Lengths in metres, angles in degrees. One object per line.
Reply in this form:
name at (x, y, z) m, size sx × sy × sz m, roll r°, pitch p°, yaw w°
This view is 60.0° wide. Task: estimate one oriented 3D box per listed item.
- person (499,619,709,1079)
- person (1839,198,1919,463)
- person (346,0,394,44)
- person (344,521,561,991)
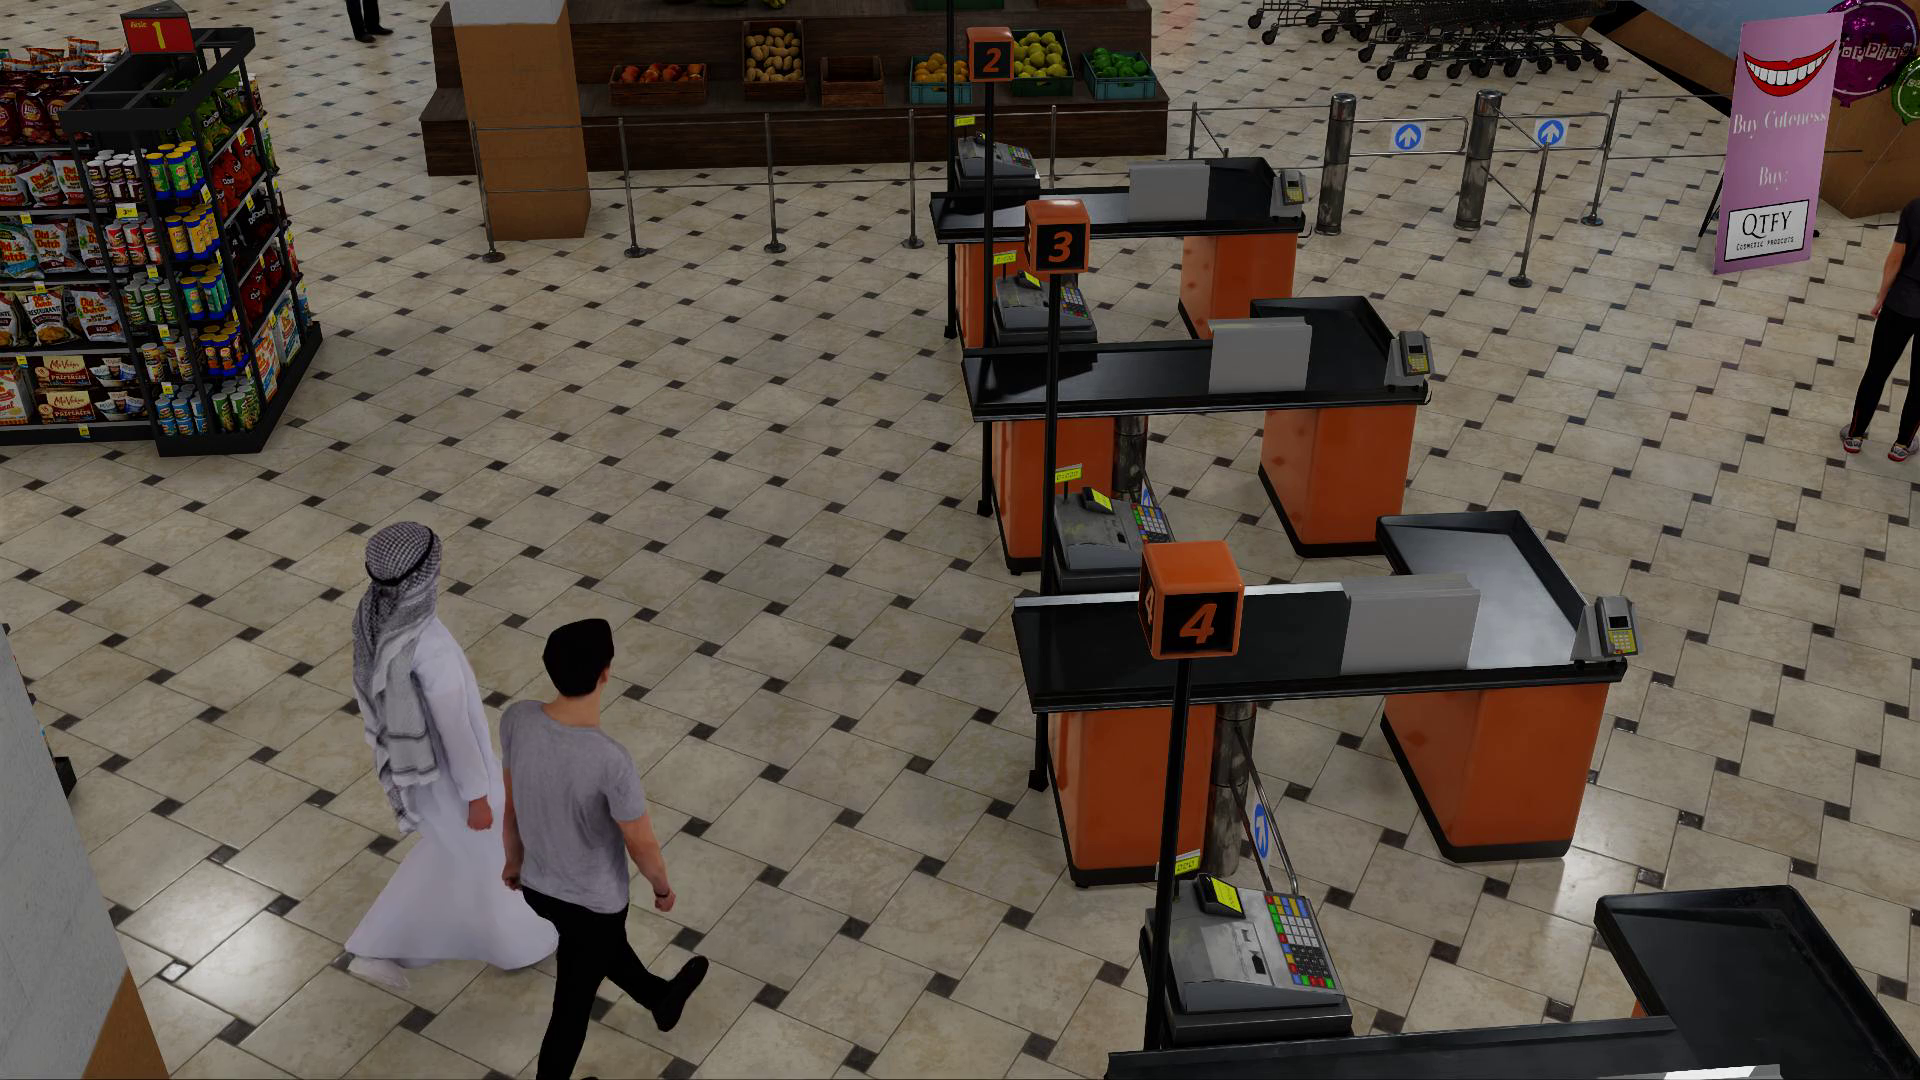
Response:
person at (-1.244, 1.135, 5.113) m, size 1.136 × 1.821 × 1.180 m, roll 21°, pitch 37°, yaw 30°
person at (5.212, -1.263, 9.021) m, size 0.680 × 1.764 × 0.778 m, roll 17°, pitch 36°, yaw 25°
person at (-5.953, -5.867, 16.373) m, size 0.723 × 1.813 × 0.740 m, roll 12°, pitch 34°, yaw 18°
person at (-1.789, 0.803, 5.564) m, size 1.148 × 1.908 × 1.055 m, roll -28°, pitch 41°, yaw -37°
